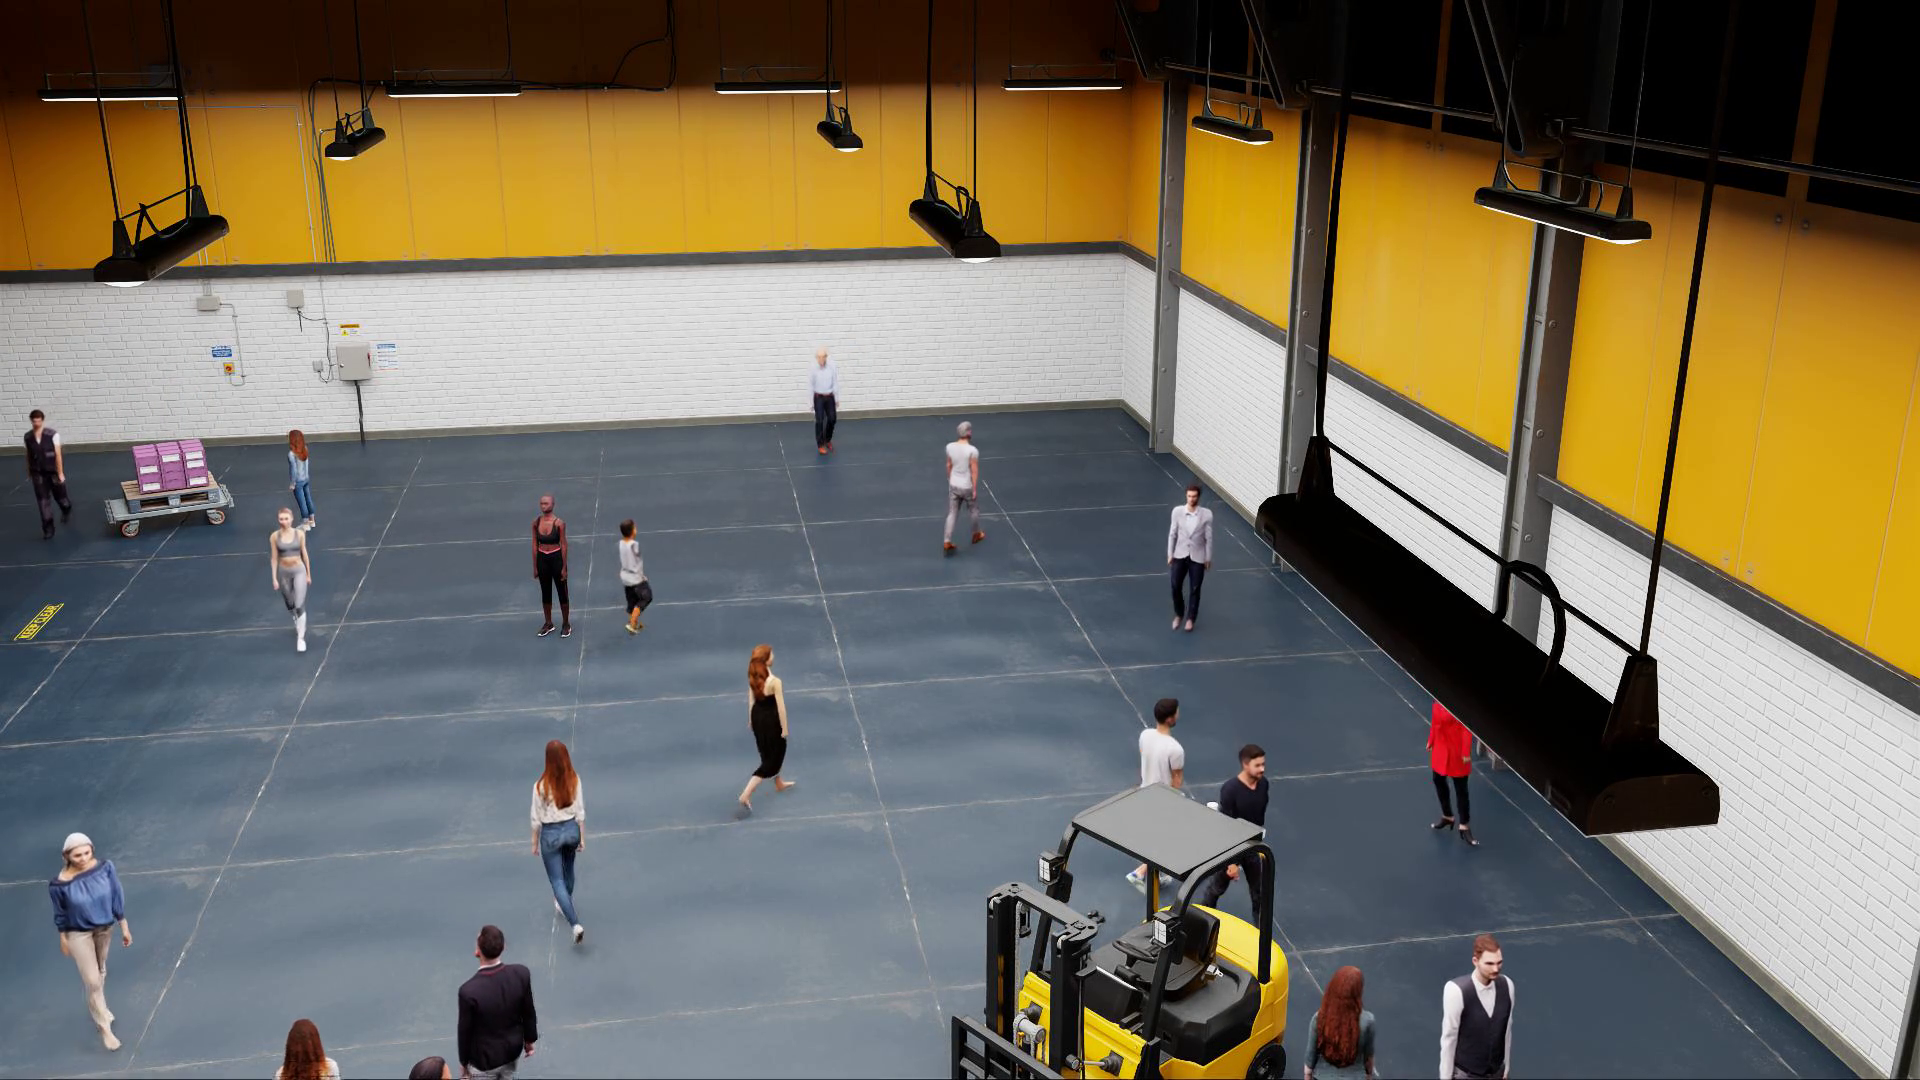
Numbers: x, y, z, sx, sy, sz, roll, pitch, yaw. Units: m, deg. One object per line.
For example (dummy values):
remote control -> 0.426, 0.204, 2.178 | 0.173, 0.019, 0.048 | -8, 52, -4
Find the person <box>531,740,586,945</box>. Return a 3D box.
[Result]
person -> -3.236, 2.471, 13.570 | 0.841, 1.703, 1.149 | -11, 22, -30

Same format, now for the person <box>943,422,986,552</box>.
person -> -0.022, -0.687, 22.818 | 1.165, 1.786, 1.268 | 11, 22, 30

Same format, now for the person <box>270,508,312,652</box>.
person -> -7.902, 0.423, 19.694 | 0.672, 1.676, 1.105 | -6, 19, -16

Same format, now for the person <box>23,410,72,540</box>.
person -> -12.916, -0.964, 23.586 | 0.738, 1.821, 1.106 | -5, 19, -15

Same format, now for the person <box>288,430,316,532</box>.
person -> -9.451, -0.867, 23.835 | 0.679, 1.477, 0.538 | 3, 19, 8

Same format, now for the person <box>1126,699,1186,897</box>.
person -> 1.632, 2.227, 14.091 | 0.912, 1.833, 0.877 | -12, 22, -31

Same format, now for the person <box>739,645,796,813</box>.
person -> -1.892, 1.788, 15.763 | 1.025, 1.599, 1.046 | 15, 24, 37

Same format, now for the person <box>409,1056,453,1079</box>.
person -> -3.048, 3.766, 9.793 | 0.989, 1.660, 1.056 | 14, 23, 35

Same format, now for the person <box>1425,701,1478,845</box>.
person -> 4.527, 1.921, 15.172 | 0.890, 1.723, 0.649 | -13, 23, -34

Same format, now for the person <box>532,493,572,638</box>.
person -> -4.898, 0.286, 19.973 | 0.636, 1.757, 0.614 | 2, 19, 6

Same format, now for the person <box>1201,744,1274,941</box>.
person -> 2.181, 2.476, 13.373 | 0.858, 1.819, 1.268 | -9, 20, -24

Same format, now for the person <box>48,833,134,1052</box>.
person -> -6.503, 2.898, 12.367 | 1.037, 1.663, 0.963 | 13, 23, 34

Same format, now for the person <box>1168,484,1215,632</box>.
person -> 2.801, 0.177, 20.163 | 0.797, 1.843, 0.784 | 5, 19, 15

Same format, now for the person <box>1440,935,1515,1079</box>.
person -> 3.264, 3.353, 10.585 | 0.665, 1.937, 0.576 | -5, 19, -16

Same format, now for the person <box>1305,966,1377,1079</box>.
person -> 2.398, 3.510, 10.439 | 0.781, 1.732, 0.968 | 1, 19, 3

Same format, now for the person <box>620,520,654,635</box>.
person -> -3.979, 0.420, 20.058 | 0.760, 1.450, 0.817 | 9, 21, 25

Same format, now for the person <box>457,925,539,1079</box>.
person -> -2.958, 3.360, 10.737 | 0.930, 1.826, 1.037 | -16, 24, -39

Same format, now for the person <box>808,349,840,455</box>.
person -> -2.289, -2.329, 27.703 | 0.730, 1.781, 0.671 | -6, 19, -17

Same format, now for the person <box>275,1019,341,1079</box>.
person -> -4.008, 3.688, 10.324 | 0.657, 1.468, 0.925 | -7, 20, -19
